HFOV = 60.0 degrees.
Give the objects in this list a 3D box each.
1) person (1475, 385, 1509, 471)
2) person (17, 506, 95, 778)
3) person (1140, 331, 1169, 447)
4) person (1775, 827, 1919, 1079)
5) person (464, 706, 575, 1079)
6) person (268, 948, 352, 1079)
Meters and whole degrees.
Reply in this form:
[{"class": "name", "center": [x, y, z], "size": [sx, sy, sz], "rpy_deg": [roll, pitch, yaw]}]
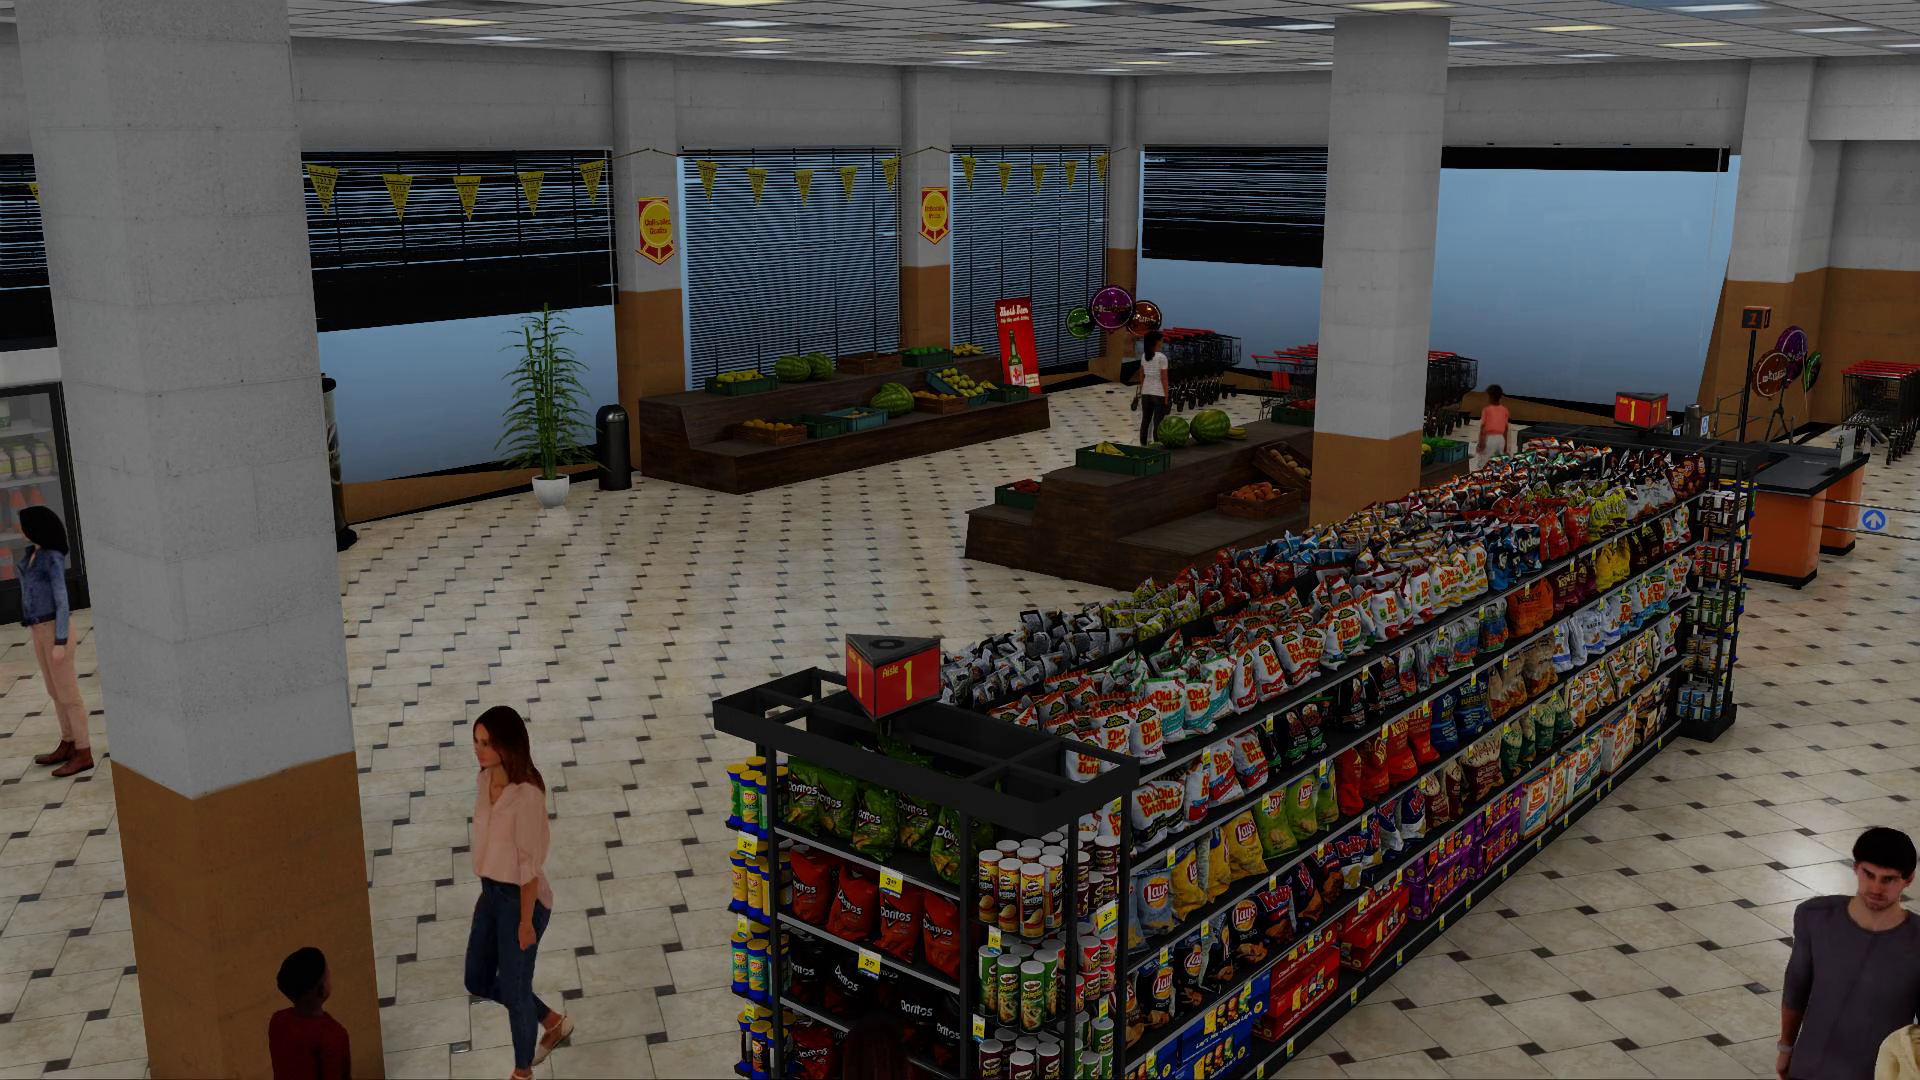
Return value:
[{"class": "person", "center": [6.069, -1.098, 18.888], "size": [0.726, 1.302, 0.780], "rpy_deg": [-2, 14, -8]}, {"class": "person", "center": [-5.842, 0.636, 10.737], "size": [0.588, 1.773, 0.620], "rpy_deg": [-12, 18, -41]}, {"class": "person", "center": [2.480, -1.856, 21.293], "size": [0.532, 1.642, 0.584], "rpy_deg": [-13, 19, -43]}, {"class": "person", "center": [3.114, 1.835, 5.726], "size": [0.700, 1.806, 1.159], "rpy_deg": [11, 17, 38]}, {"class": "person", "center": [-1.829, 1.526, 7.052], "size": [0.746, 1.782, 0.657], "rpy_deg": [-12, 18, -41]}, {"class": "person", "center": [-2.354, 2.089, 5.904], "size": [0.702, 1.229, 0.961], "rpy_deg": [5, 14, 19]}]
